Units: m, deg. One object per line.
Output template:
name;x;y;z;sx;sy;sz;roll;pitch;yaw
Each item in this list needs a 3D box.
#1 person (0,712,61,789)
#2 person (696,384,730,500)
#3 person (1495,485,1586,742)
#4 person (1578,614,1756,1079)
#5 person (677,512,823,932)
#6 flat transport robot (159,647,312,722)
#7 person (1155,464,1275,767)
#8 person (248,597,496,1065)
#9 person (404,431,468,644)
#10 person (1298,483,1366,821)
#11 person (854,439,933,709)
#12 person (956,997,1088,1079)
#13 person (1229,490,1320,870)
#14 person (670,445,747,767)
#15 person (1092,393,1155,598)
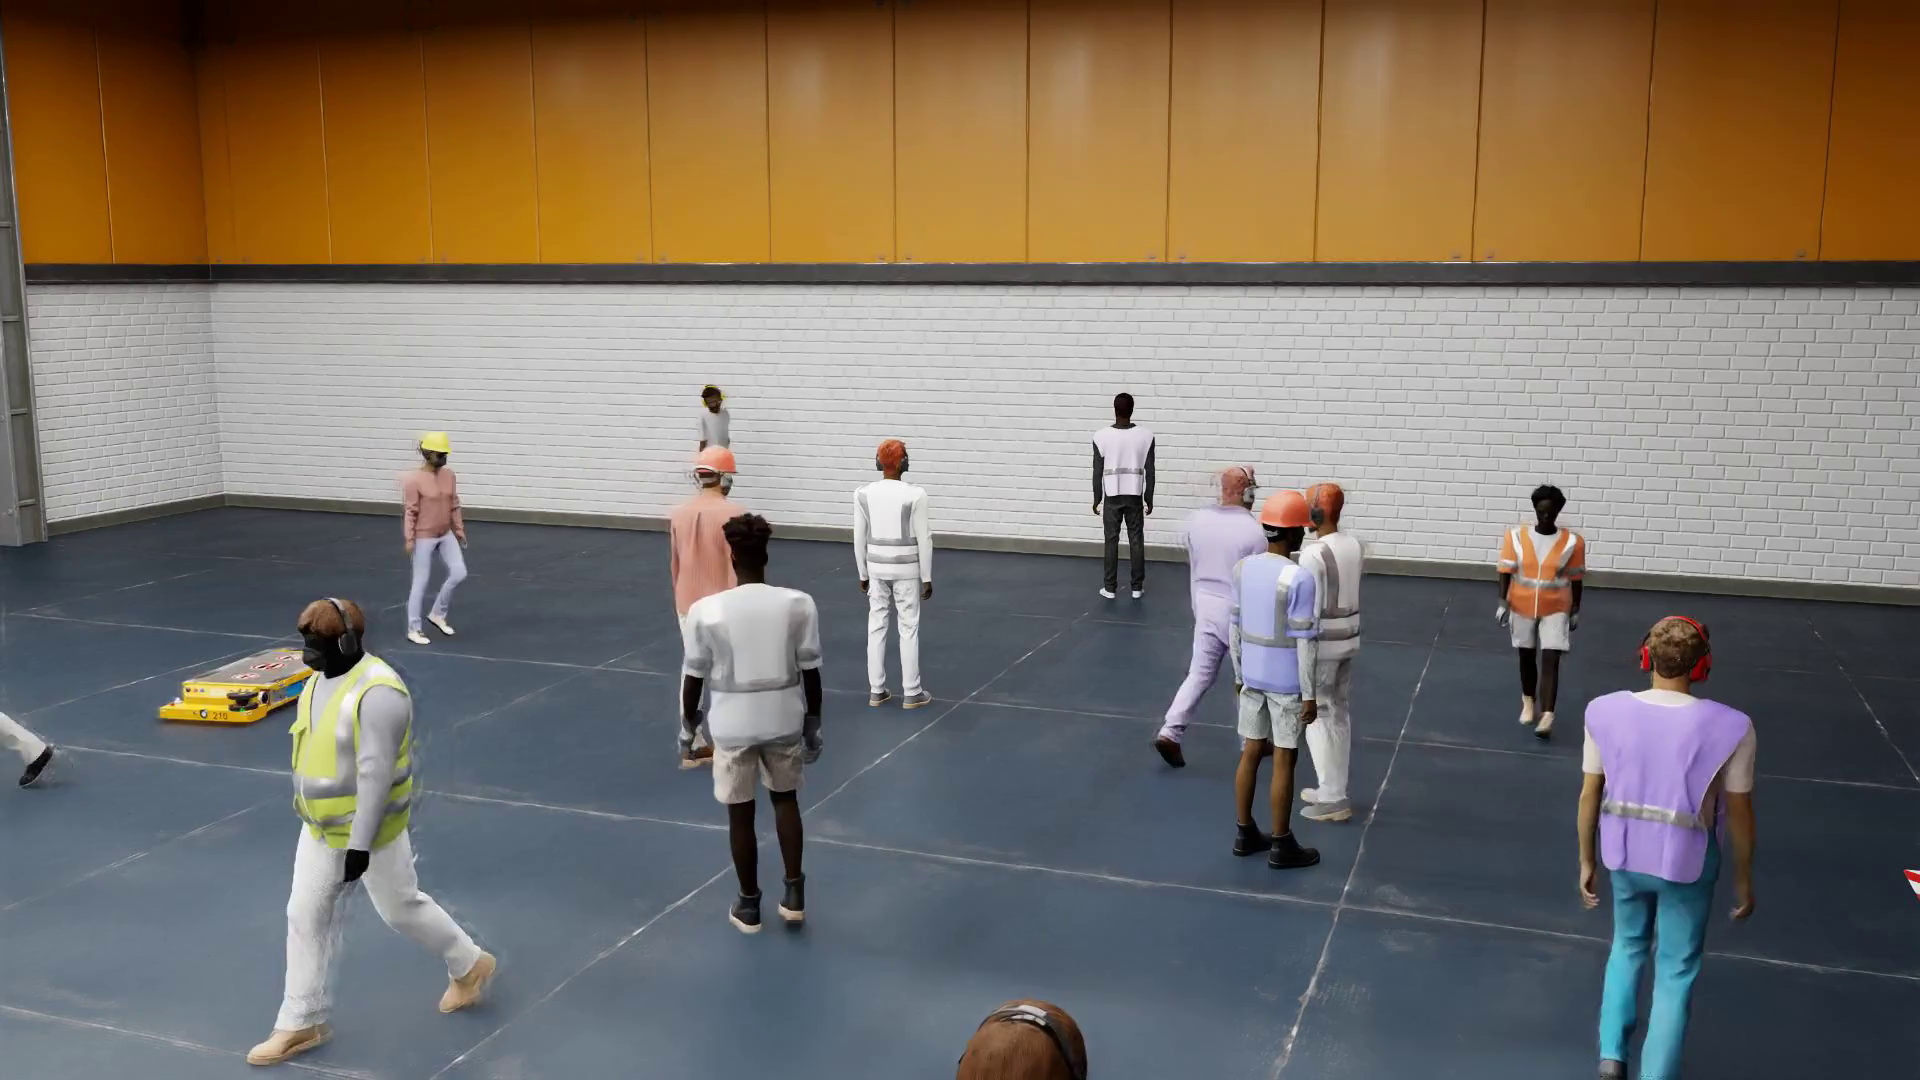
person;-5.733;0.601;9.585;0.834;1.803;0.599;-6;11;-31
person;-2.626;-0.799;18.199;0.380;1.831;0.705;5;10;28
person;3.778;0.465;10.875;0.542;1.650;0.874;5;10;27
person;2.519;1.175;5.953;0.580;1.829;0.456;8;12;40
person;-0.952;0.844;7.619;0.637;1.957;0.436;-3;10;-20
flat transport robot;-4.937;1.008;11.791;0.652;0.197;1.431;1;9;9
person;1.609;0.468;10.193;0.915;1.875;0.641;-8;12;-40
person;-2.327;1.091;6.561;0.611;1.800;0.947;7;12;38
person;-4.319;-0.022;13.627;0.446;1.744;0.544;5;10;29
person;2.052;0.620;9.236;0.425;1.878;0.615;8;12;42
person;-0.455;0.237;11.584;0.574;1.884;0.356;3;10;20
person;0.103;1.670;2.828;0.634;1.839;0.429;2;9;11
person;1.629;0.705;8.512;0.362;1.935;0.553;-6;11;-35
person;-1.514;0.398;10.353;0.641;1.950;0.813;5;10;28
person;1.520;-0.409;15.478;0.591;1.922;0.392;0;9;-2
